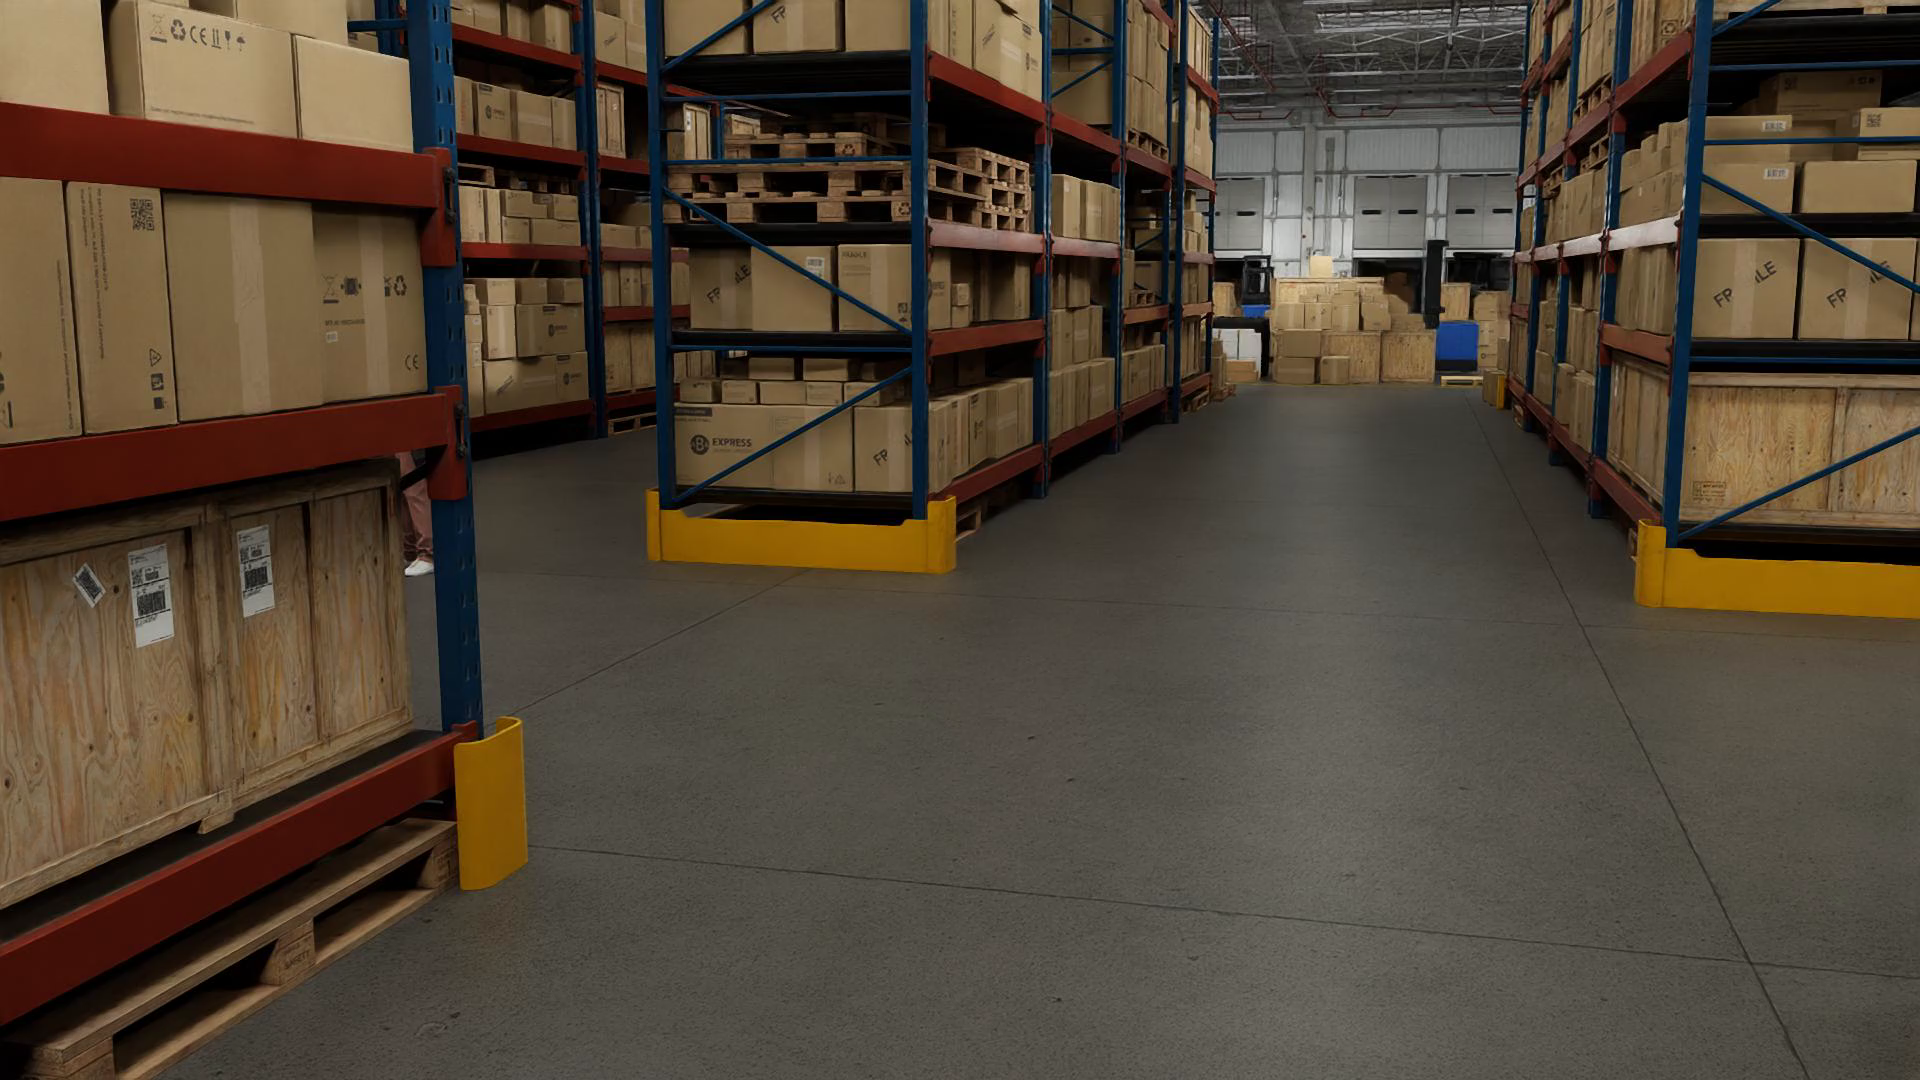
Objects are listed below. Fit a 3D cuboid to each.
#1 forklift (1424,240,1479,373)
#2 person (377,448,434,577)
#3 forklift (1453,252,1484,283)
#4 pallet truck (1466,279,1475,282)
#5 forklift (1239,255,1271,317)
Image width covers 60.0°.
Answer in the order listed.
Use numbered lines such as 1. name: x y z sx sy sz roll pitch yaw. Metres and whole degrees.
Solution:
1. forklift: 10.071 -4.973 35.365 1.873 2.768 1.129 2 9 14
2. person: -3.826 -0.700 11.351 0.400 1.899 0.636 -8 12 -41
3. forklift: 15.616 -7.466 51.204 1.129 2.768 1.873 -2 9 -13
4. pallet truck: 18.896 -8.459 60.307 1.885 1.965 0.823 5 10 31
5. forklift: 10.342 -8.540 58.027 1.129 2.768 1.873 2 9 15
